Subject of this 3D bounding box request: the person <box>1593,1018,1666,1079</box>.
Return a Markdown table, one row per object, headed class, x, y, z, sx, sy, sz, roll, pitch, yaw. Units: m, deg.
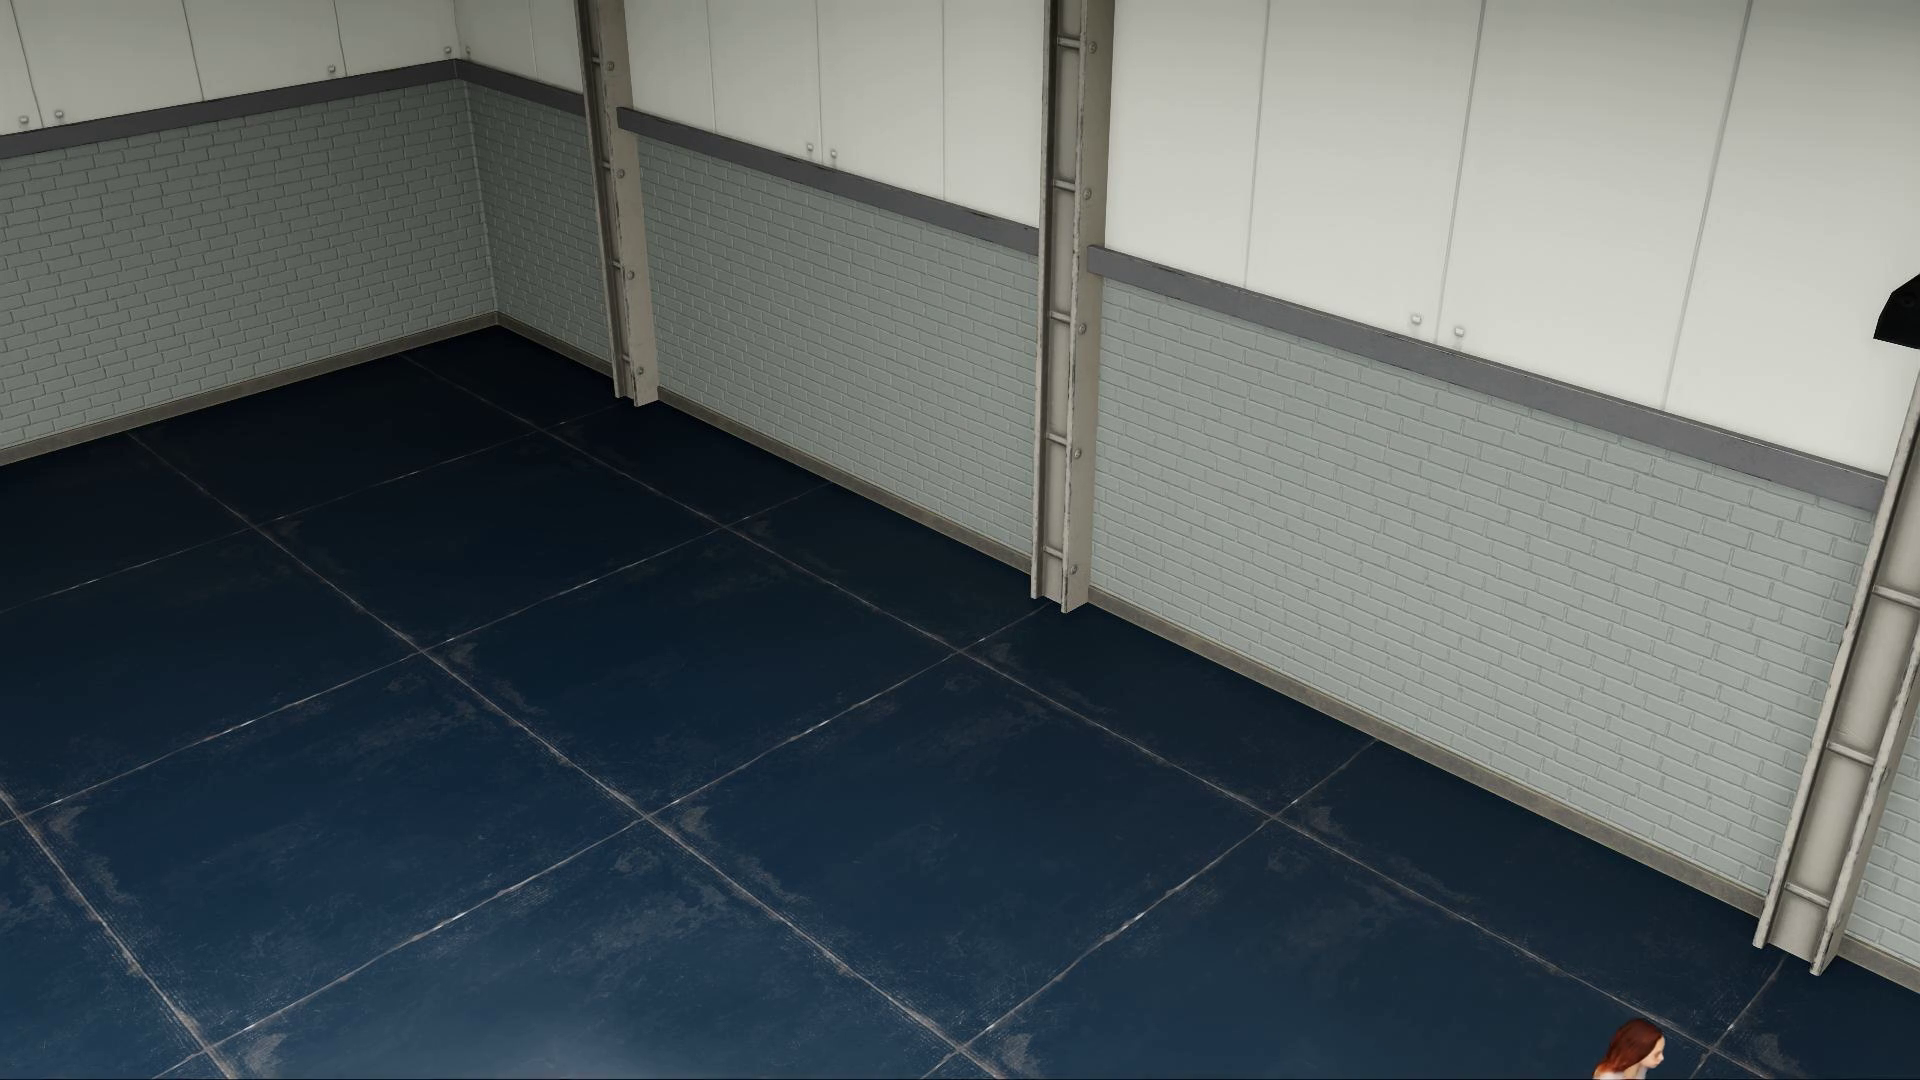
| class | x | y | z | sx | sy | sz | roll | pitch | yaw |
| --- | --- | --- | --- | --- | --- | --- | --- | --- | --- |
| person | 3.013 | 2.816 | 7.906 | 0.802 | 1.467 | 0.585 | 24 | 36 | 38 |
